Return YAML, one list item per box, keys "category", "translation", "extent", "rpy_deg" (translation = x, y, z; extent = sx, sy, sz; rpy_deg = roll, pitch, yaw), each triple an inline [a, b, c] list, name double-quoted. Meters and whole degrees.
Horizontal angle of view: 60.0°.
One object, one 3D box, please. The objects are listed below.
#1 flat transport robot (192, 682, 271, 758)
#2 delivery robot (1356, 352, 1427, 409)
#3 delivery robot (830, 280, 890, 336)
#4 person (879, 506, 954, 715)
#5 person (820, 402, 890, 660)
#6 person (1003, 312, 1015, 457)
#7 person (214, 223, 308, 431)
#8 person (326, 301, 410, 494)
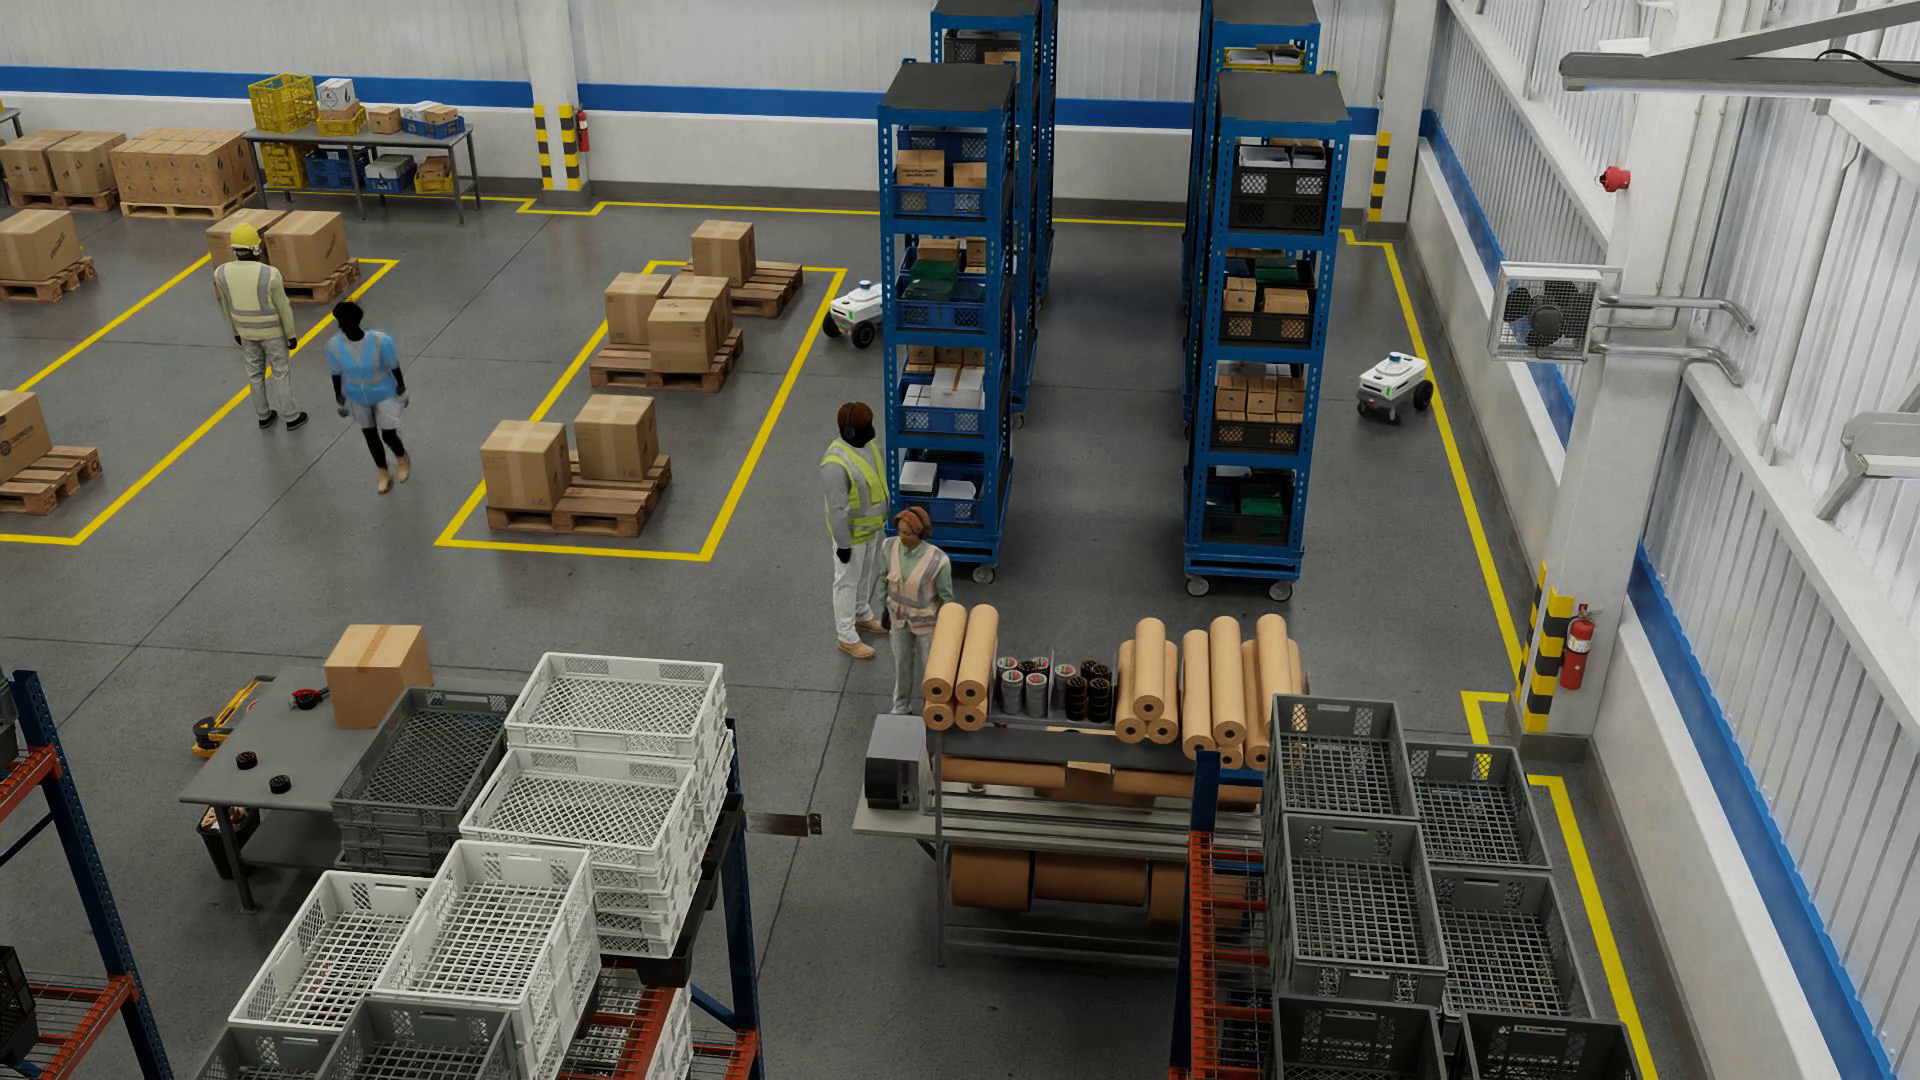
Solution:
- category: "flat transport robot"
  translation: [-4.089, 1.163, 10.648]
  extent: [1.431, 0.197, 0.652]
  rpy_deg: [3, 30, 6]
- category: "delivery robot"
  translation: [3.826, -1.427, 14.727]
  extent: [0.477, 0.478, 0.707]
  rpy_deg: [25, 38, 36]
- category: "delivery robot"
  translation: [-0.921, -2.288, 16.206]
  extent: [0.477, 0.478, 0.707]
  rpy_deg: [25, 39, 36]
- category: "person"
  translation: [-0.274, 0.511, 10.414]
  extent: [0.516, 1.640, 0.314]
  rpy_deg: [17, 34, 27]
- category: "person"
  translation: [-0.683, -0.089, 11.249]
  extent: [0.430, 1.845, 0.619]
  rpy_deg: [10, 32, 17]
- category: "person"
  translation: [0.142, -1.323, 13.240]
  extent: [0.634, 1.981, 0.429]
  rpy_deg: [17, 34, 27]
- category: "person"
  translation: [-5.963, -1.812, 14.229]
  extent: [0.595, 1.824, 0.404]
  rpy_deg: [3, 30, 6]
- category: "person"
  translation: [-4.677, -1.136, 13.198]
  extent: [0.569, 1.676, 0.364]
  rpy_deg: [0, 30, -1]
